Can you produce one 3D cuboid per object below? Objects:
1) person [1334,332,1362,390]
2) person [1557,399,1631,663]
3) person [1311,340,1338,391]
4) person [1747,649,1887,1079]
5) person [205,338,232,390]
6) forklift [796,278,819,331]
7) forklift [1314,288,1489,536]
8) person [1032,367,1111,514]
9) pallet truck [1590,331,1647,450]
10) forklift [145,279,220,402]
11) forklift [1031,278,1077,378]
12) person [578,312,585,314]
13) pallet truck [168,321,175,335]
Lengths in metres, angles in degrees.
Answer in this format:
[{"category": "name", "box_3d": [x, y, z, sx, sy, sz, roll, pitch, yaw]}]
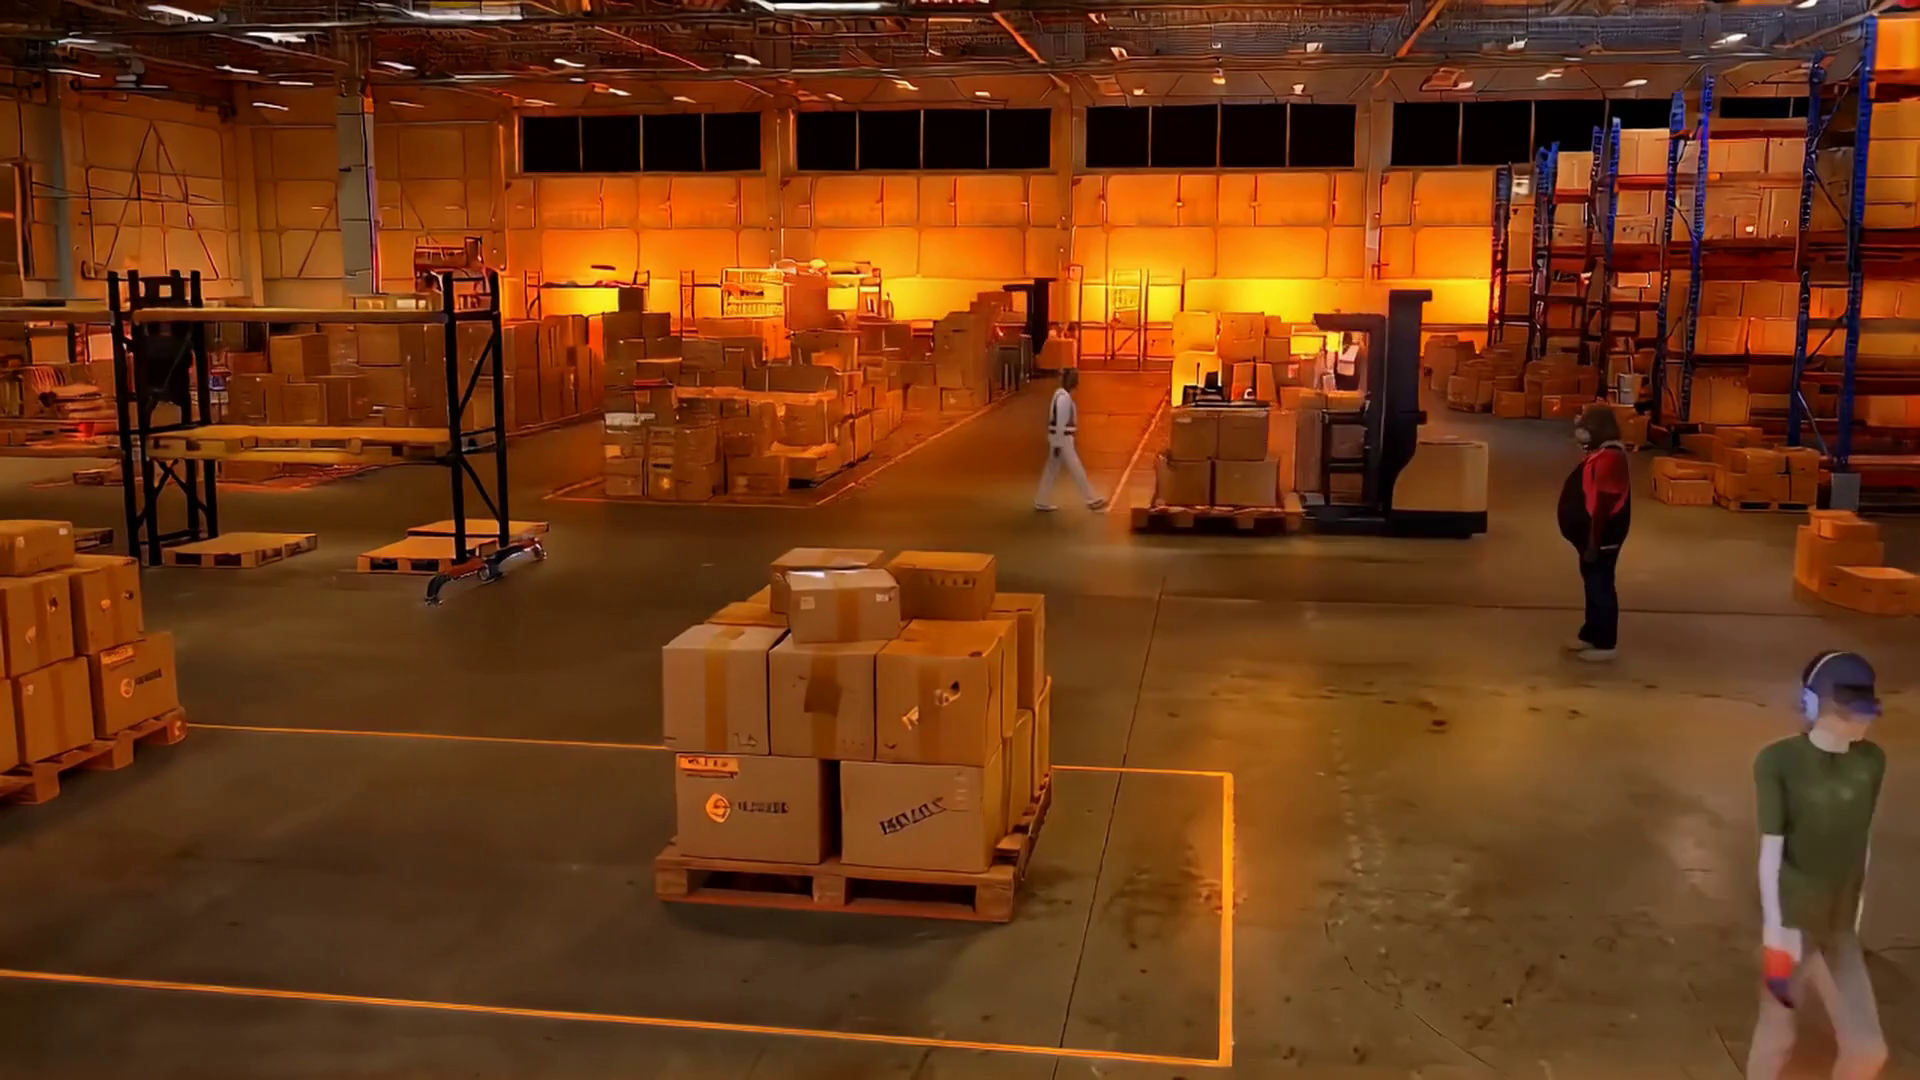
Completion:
[{"category": "person", "box_3d": [7.650, -3.223, 32.785, 0.390, 1.910, 0.601, -7, 11, -36]}, {"category": "person", "box_3d": [4.955, -0.087, 13.032, 0.535, 2.000, 0.714, 3, 10, 18]}, {"category": "person", "box_3d": [7.396, -3.233, 33.703, 0.536, 1.621, 0.363, 4, 10, 23]}, {"category": "person", "box_3d": [2.746, 1.261, 5.308, 0.518, 1.847, 0.580, -2, 9, -9]}, {"category": "person", "box_3d": [-15.453, -3.391, 34.693, 0.533, 1.622, 0.412, -2, 9, -12]}, {"category": "forklift", "box_3d": [-3.865, -5.259, 42.346, 1.873, 2.768, 1.129, 1, 9, 9]}, {"category": "forklift", "box_3d": [5.116, -1.509, 19.219, 1.873, 2.768, 1.129, 1, 9, 9]}, {"category": "person", "box_3d": [1.366, -1.232, 20.727, 0.990, 1.827, 0.583, -1, 9, -5]}, {"category": "pallet truck", "box_3d": [11.253, -2.573, 28.499, 0.823, 1.965, 1.885, 5, 10, 27]}, {"category": "forklift", "box_3d": [-18.365, -4.671, 38.725, 1.129, 2.768, 1.873, 3, 10, 16]}, {"category": "forklift", "box_3d": [2.297, -5.909, 46.356, 1.873, 2.768, 1.129, 1, 9, 9]}, {"category": "person", "box_3d": [-10.084, -5.108, 44.385, 0.711, 1.907, 0.577, -1, 9, -5]}, {"category": "pallet truck", "box_3d": [-21.869, -5.598, 47.154, 0.823, 1.965, 1.885, 4, 10, 26]}]
